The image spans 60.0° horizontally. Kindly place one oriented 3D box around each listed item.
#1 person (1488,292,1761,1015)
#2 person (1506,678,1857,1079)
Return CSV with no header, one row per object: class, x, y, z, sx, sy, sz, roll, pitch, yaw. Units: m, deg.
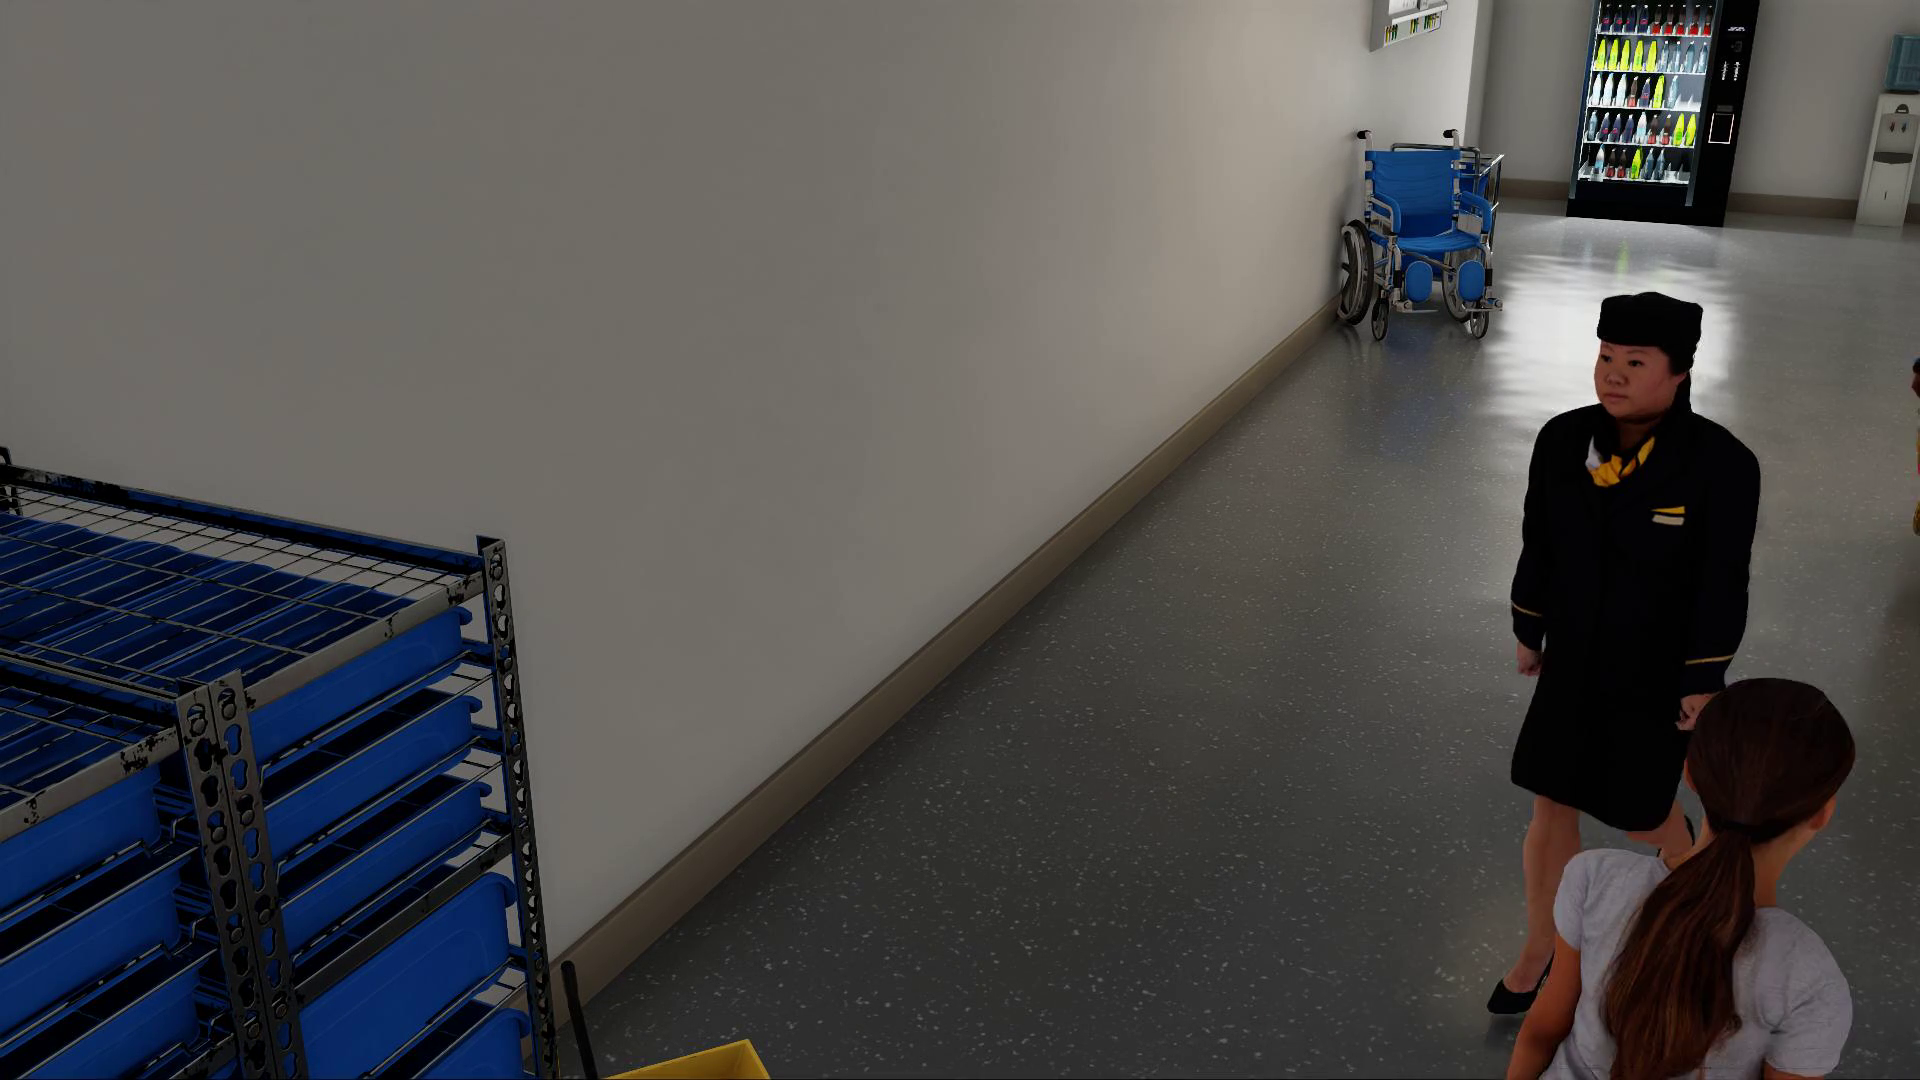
person,1.524,0.276,3.737,0.978,1.654,1.015,-17,27,-38
person,0.838,0.925,2.193,0.777,1.534,0.735,-17,26,-37
